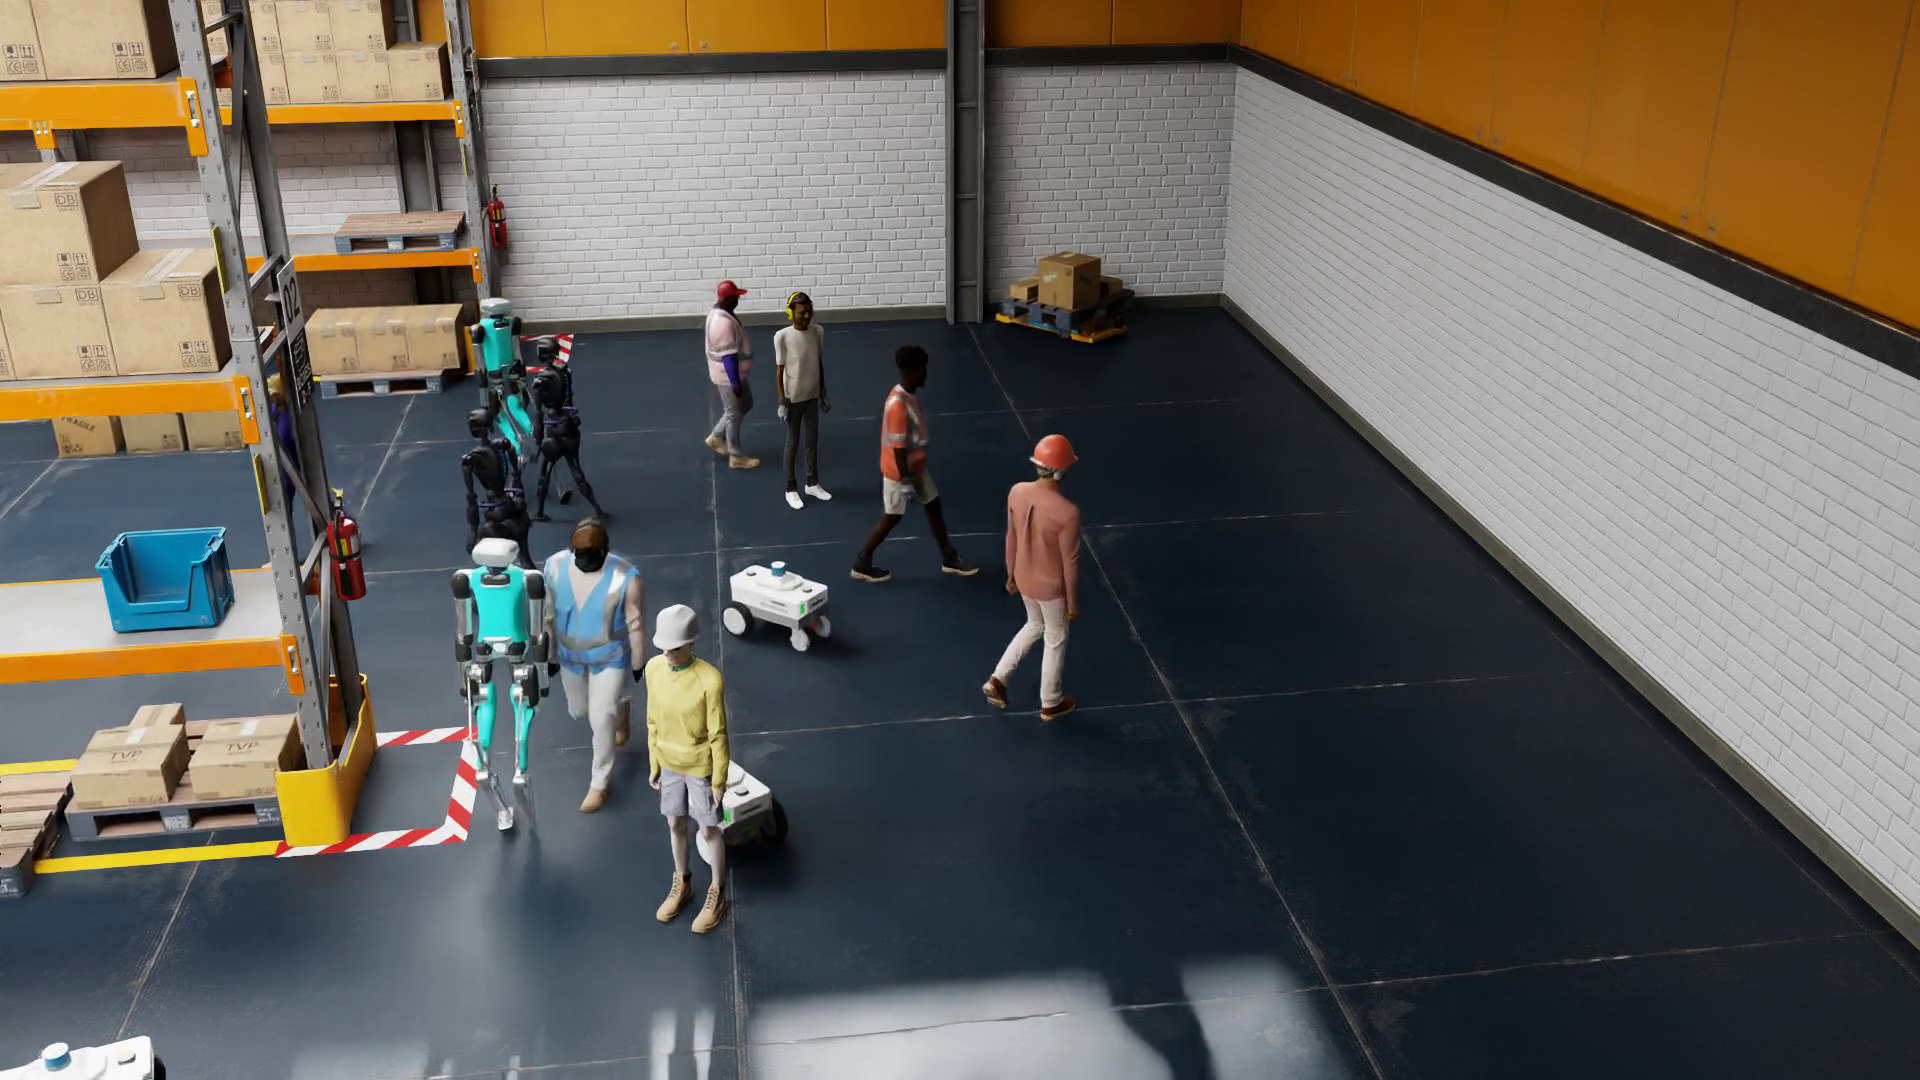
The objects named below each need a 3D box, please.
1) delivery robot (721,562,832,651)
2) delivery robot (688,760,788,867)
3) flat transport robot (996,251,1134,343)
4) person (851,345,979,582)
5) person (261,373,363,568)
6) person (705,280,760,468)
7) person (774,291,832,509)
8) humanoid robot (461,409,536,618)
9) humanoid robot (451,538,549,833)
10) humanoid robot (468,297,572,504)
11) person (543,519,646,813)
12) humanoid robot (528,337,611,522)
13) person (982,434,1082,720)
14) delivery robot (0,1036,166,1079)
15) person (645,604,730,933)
[{"bbox_3d":[-1.313,0.442,12.028,0.790,0.589,0.499,15,28,30],"label":"delivery robot"},{"bbox_3d":[-1.403,1.488,9.640,0.499,0.586,0.772,-19,30,-37],"label":"delivery robot"},{"bbox_3d":[1.166,-2.554,19.216,1.431,0.231,0.659,20,31,38],"label":"flat transport robot"},{"bbox_3d":[-0.383,-0.572,12.676,0.966,1.894,0.626,4,24,10],"label":"person"},{"bbox_3d":[-5.169,-0.565,13.041,0.466,1.589,0.799,18,29,35],"label":"person"},{"bbox_3d":[-2.060,-1.477,14.931,0.422,1.741,0.624,-2,24,-5],"label":"person"},{"bbox_3d":[-1.328,-1.198,14.137,0.505,1.871,0.329,-19,30,-36],"label":"person"},{"bbox_3d":[-3.364,-0.176,12.099,0.778,1.618,0.604,12,26,25],"label":"humanoid robot"},{"bbox_3d":[-2.620,0.968,9.476,0.537,1.862,0.788,-1,24,-2],"label":"humanoid robot"},{"bbox_3d":[-3.675,-1.121,14.202,0.865,1.831,0.571,13,27,28],"label":"humanoid robot"},{"bbox_3d":[-2.149,0.667,9.965,0.625,1.807,0.778,6,24,13],"label":"person"},{"bbox_3d":[-3.330,-0.901,13.752,0.762,1.626,0.585,7,25,16],"label":"humanoid robot"},{"bbox_3d":[0.498,0.281,10.630,0.576,1.981,0.617,-18,30,-36],"label":"person"},{"bbox_3d":[-3.923,2.495,7.367,0.801,0.602,0.499,-10,26,-22],"label":"delivery robot"},{"bbox_3d":[-1.416,1.178,8.716,0.486,1.888,0.403,11,26,23],"label":"person"}]
